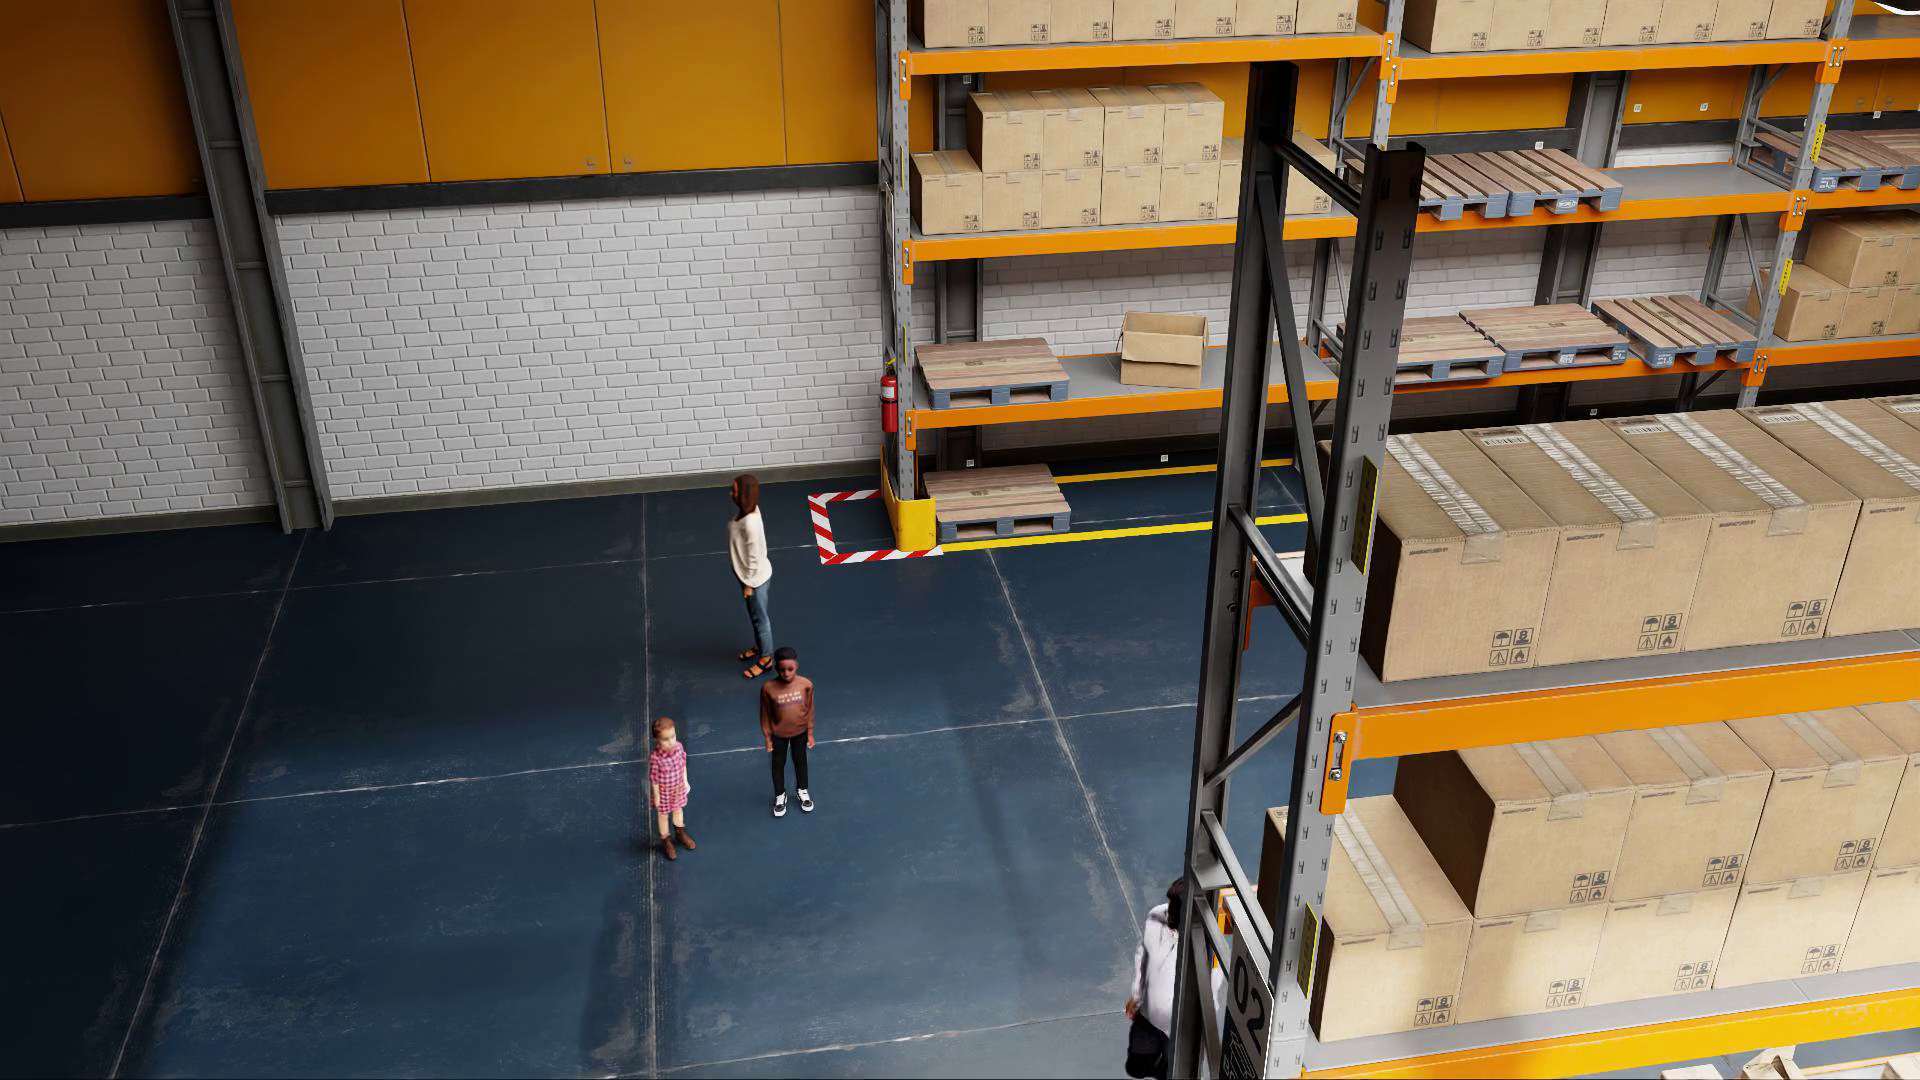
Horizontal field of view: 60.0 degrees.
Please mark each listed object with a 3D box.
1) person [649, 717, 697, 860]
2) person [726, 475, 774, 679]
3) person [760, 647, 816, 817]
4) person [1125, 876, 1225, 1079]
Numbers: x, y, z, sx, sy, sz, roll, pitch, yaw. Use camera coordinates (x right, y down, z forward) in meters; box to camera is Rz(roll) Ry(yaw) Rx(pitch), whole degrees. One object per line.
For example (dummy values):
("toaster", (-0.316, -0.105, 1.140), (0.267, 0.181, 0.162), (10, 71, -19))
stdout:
("person", (-1.897, 1.593, 10.879), (0.483, 1.022, 0.559), (-22, 36, -34))
("person", (-1.573, 0.250, 12.649), (0.538, 1.683, 0.613), (-6, 29, -10))
("person", (-1.154, 1.268, 11.230), (0.434, 1.255, 0.591), (-7, 29, -12))
("person", (1.161, 2.399, 8.473), (0.967, 1.910, 0.896), (-20, 34, -32))
